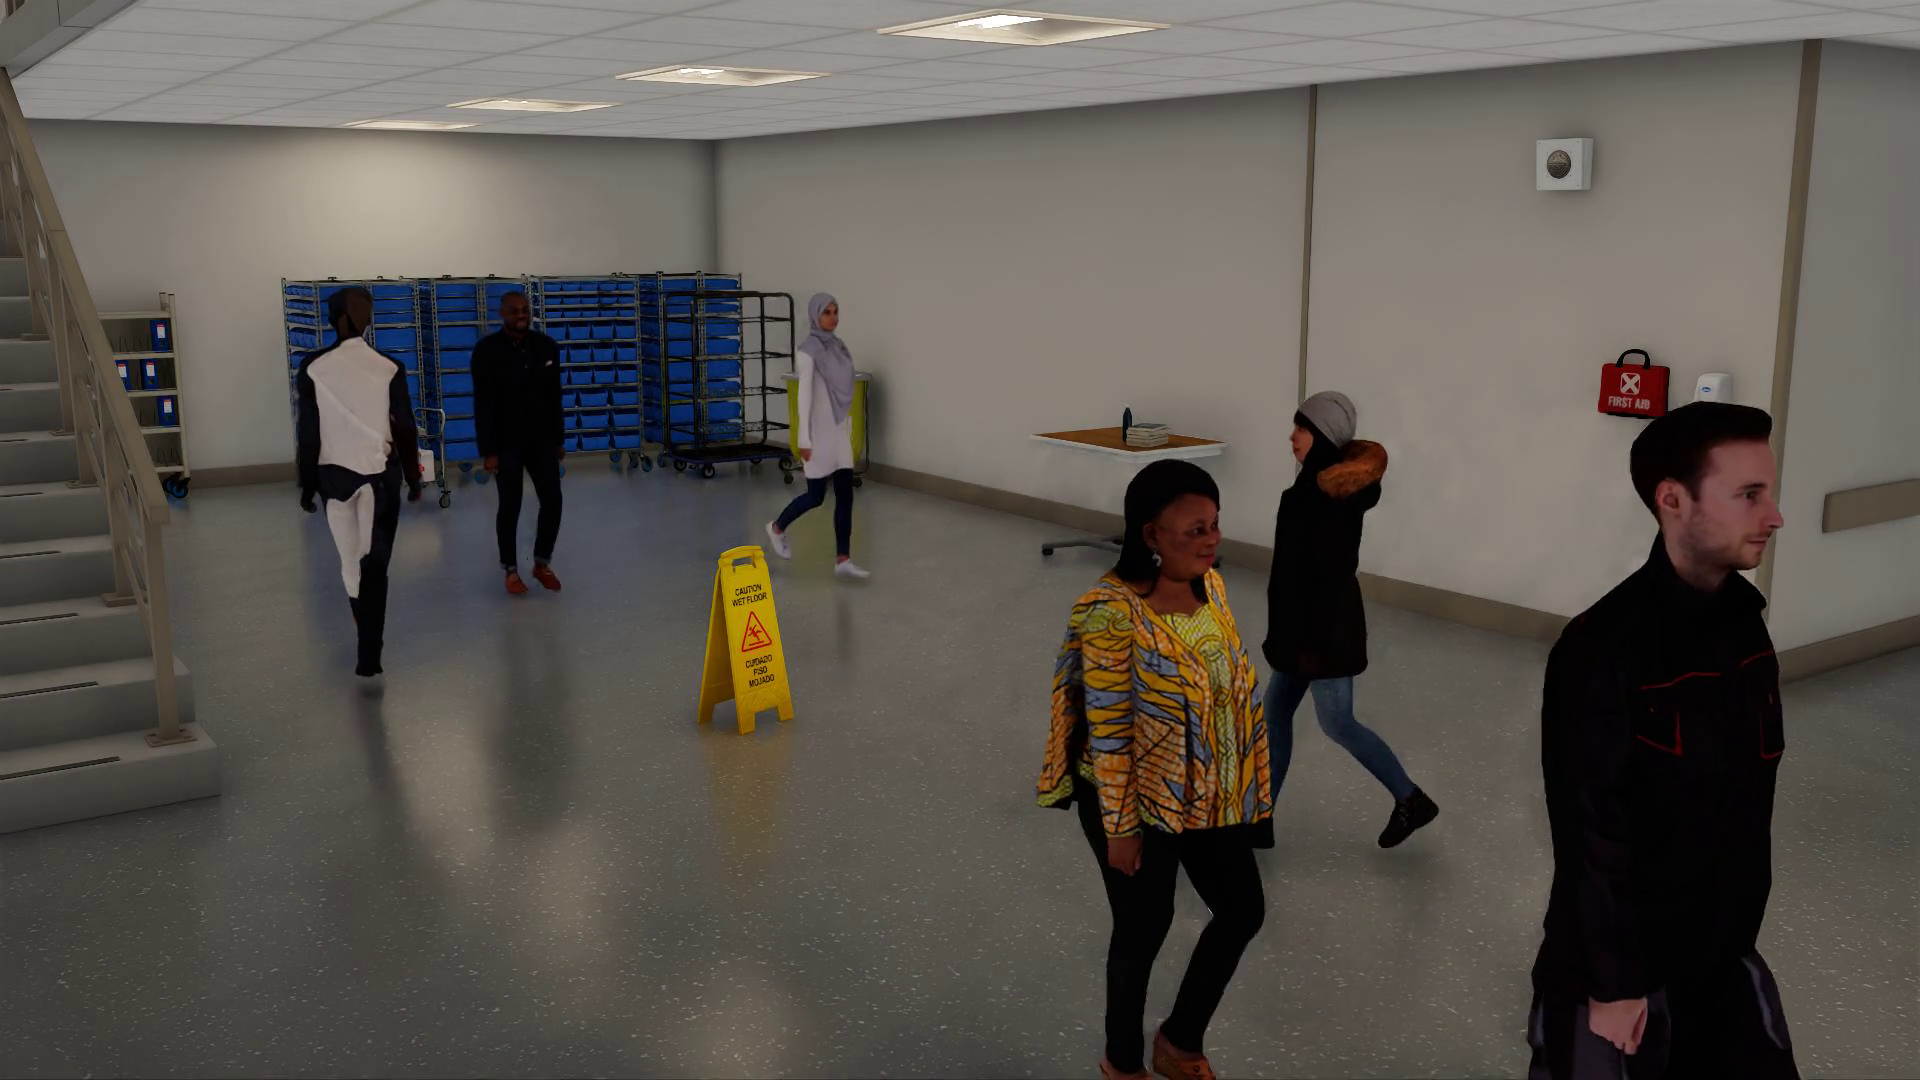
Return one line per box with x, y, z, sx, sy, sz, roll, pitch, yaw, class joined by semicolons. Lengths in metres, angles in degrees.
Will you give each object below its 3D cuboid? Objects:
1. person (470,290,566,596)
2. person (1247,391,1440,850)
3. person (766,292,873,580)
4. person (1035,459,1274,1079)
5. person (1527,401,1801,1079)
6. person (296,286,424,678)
-2.618;-0.566;9.839;0.732;1.796;0.654;-7;13;-33;person
1.302;0.320;5.682;1.030;1.605;1.080;-1;11;-3;person
-0.902;-0.628;10.274;1.093;1.755;0.834;7;13;34;person
0.431;0.616;4.024;0.767;1.641;0.795;-10;15;-44;person
1.137;0.705;2.892;0.685;1.889;0.839;-7;13;-33;person
-2.880;-0.238;7.973;1.031;1.847;1.327;-2;11;-12;person
